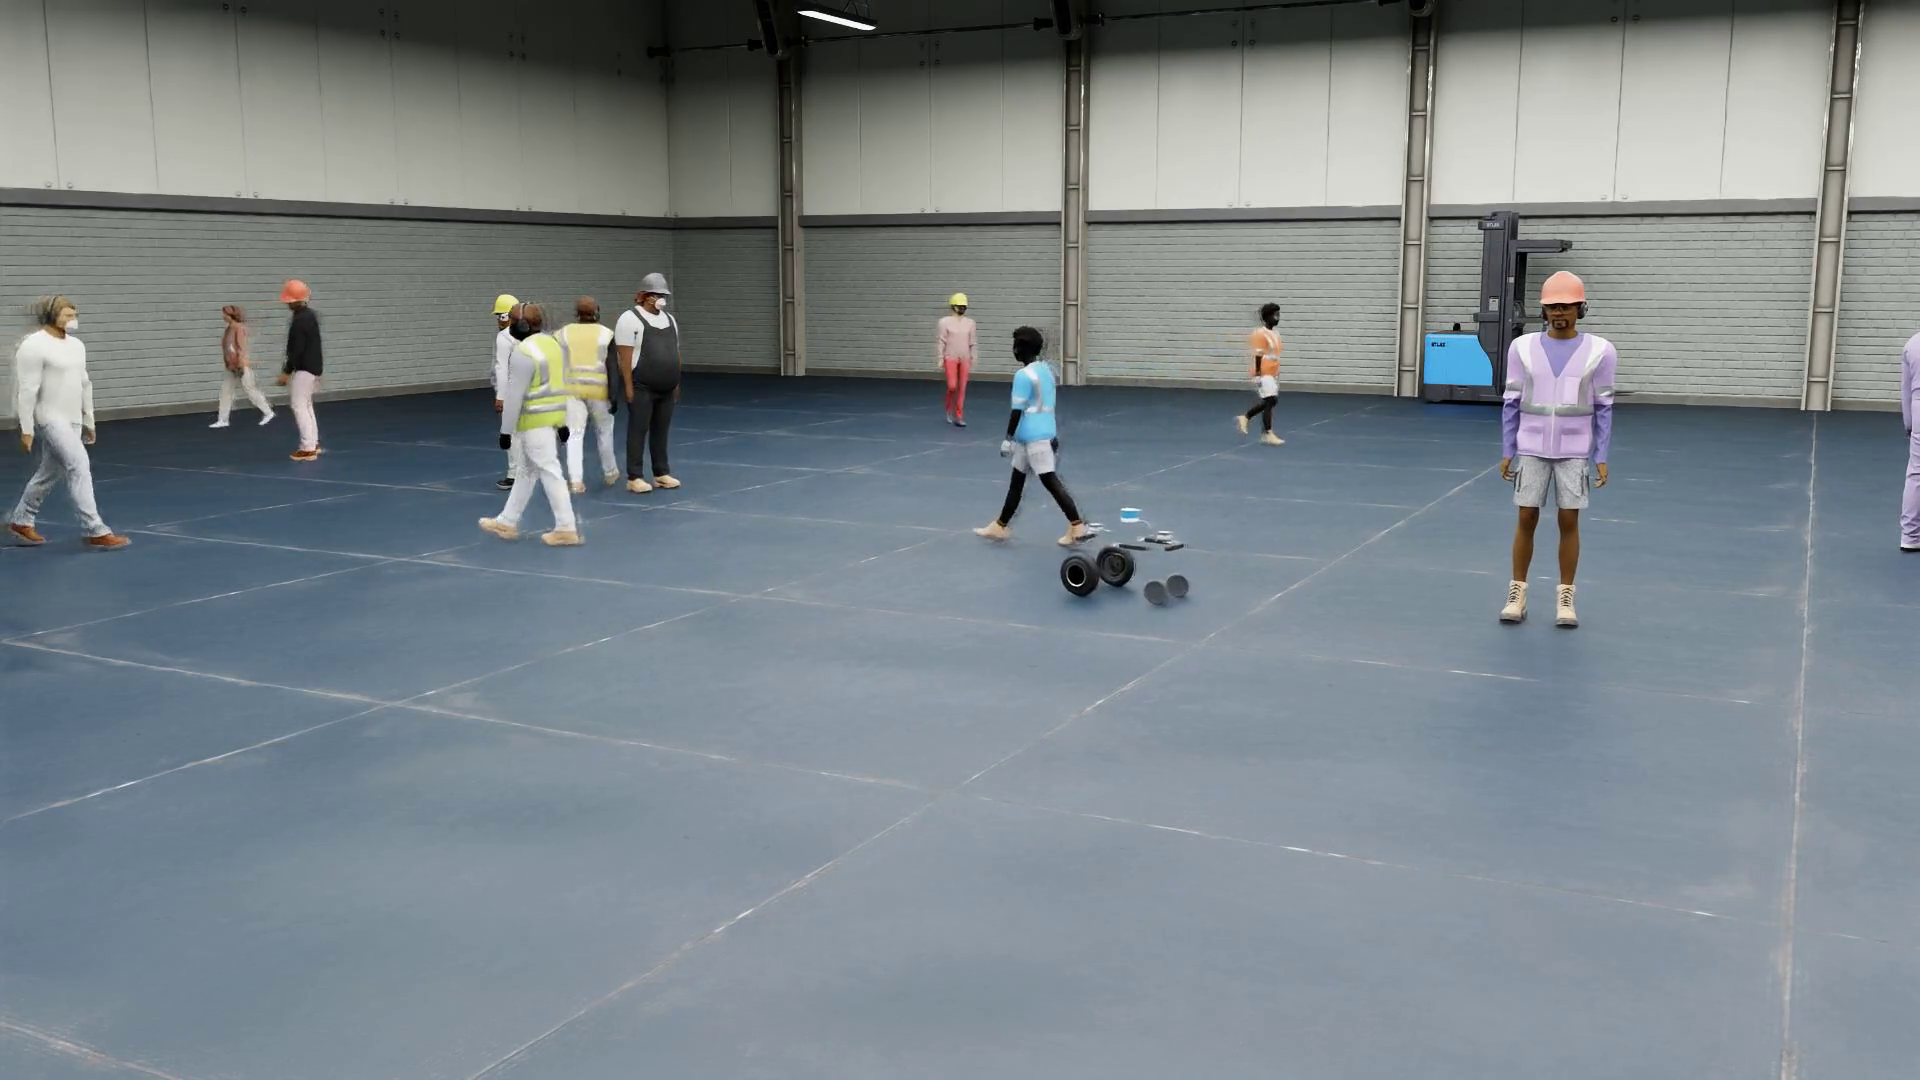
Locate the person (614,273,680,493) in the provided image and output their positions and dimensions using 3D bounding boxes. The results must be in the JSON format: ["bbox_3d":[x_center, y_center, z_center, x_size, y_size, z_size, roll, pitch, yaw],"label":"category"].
[{"bbox_3d":[-2.867,-1.467,15.595,0.535,2.000,0.690,7,12,38],"label":"person"}]

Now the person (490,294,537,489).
[{"bbox_3d":[-4.231,-1.404,15.753,0.403,1.823,0.593,2,9,12],"label":"person"}]

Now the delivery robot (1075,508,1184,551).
[{"bbox_3d":[1.072,-0.085,10.552,0.698,0.223,0.335,7,12,37],"label":"delivery robot"}]

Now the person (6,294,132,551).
[{"bbox_3d":[-6.699,-0.872,12.304,1.024,1.889,0.633,1,9,4],"label":"person"}]

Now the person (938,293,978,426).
[{"bbox_3d":[-0.020,-2.374,21.917,0.550,1.751,0.368,-4,10,-24],"label":"person"}]

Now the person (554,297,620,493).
[{"bbox_3d":[-3.498,-1.370,15.634,0.651,1.788,0.964,0,9,-2],"label":"person"}]

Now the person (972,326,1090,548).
[{"bbox_3d":[0.562,-0.766,12.365,0.941,1.642,0.532,3,10,20],"label":"person"}]

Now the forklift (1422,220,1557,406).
[{"bbox_3d":[8.245,-3.527,25.720,1.873,2.768,1.129,5,10,27],"label":"forklift"}]

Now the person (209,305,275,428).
[{"bbox_3d":[-9.470,-2.290,21.876,0.523,1.606,0.808,9,13,43],"label":"person"}]

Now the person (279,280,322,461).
[{"bbox_3d":[-7.163,-1.848,18.136,0.404,1.948,0.671,-2,9,-13],"label":"person"}]

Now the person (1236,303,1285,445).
[{"bbox_3d":[3.582,-1.976,19.735,0.603,1.681,0.533,6,11,34],"label":"person"}]

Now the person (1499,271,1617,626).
[{"bbox_3d":[3.443,-0.523,9.631,0.605,2.045,0.385,4,10,24],"label":"person"}]

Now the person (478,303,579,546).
[{"bbox_3d":[-3.287,-0.862,12.458,0.918,1.798,0.655,1,9,9],"label":"person"}]

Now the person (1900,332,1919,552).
[{"bbox_3d":[7.106,-0.840,11.998,0.410,1.913,0.641,-3,10,-18],"label":"person"}]
